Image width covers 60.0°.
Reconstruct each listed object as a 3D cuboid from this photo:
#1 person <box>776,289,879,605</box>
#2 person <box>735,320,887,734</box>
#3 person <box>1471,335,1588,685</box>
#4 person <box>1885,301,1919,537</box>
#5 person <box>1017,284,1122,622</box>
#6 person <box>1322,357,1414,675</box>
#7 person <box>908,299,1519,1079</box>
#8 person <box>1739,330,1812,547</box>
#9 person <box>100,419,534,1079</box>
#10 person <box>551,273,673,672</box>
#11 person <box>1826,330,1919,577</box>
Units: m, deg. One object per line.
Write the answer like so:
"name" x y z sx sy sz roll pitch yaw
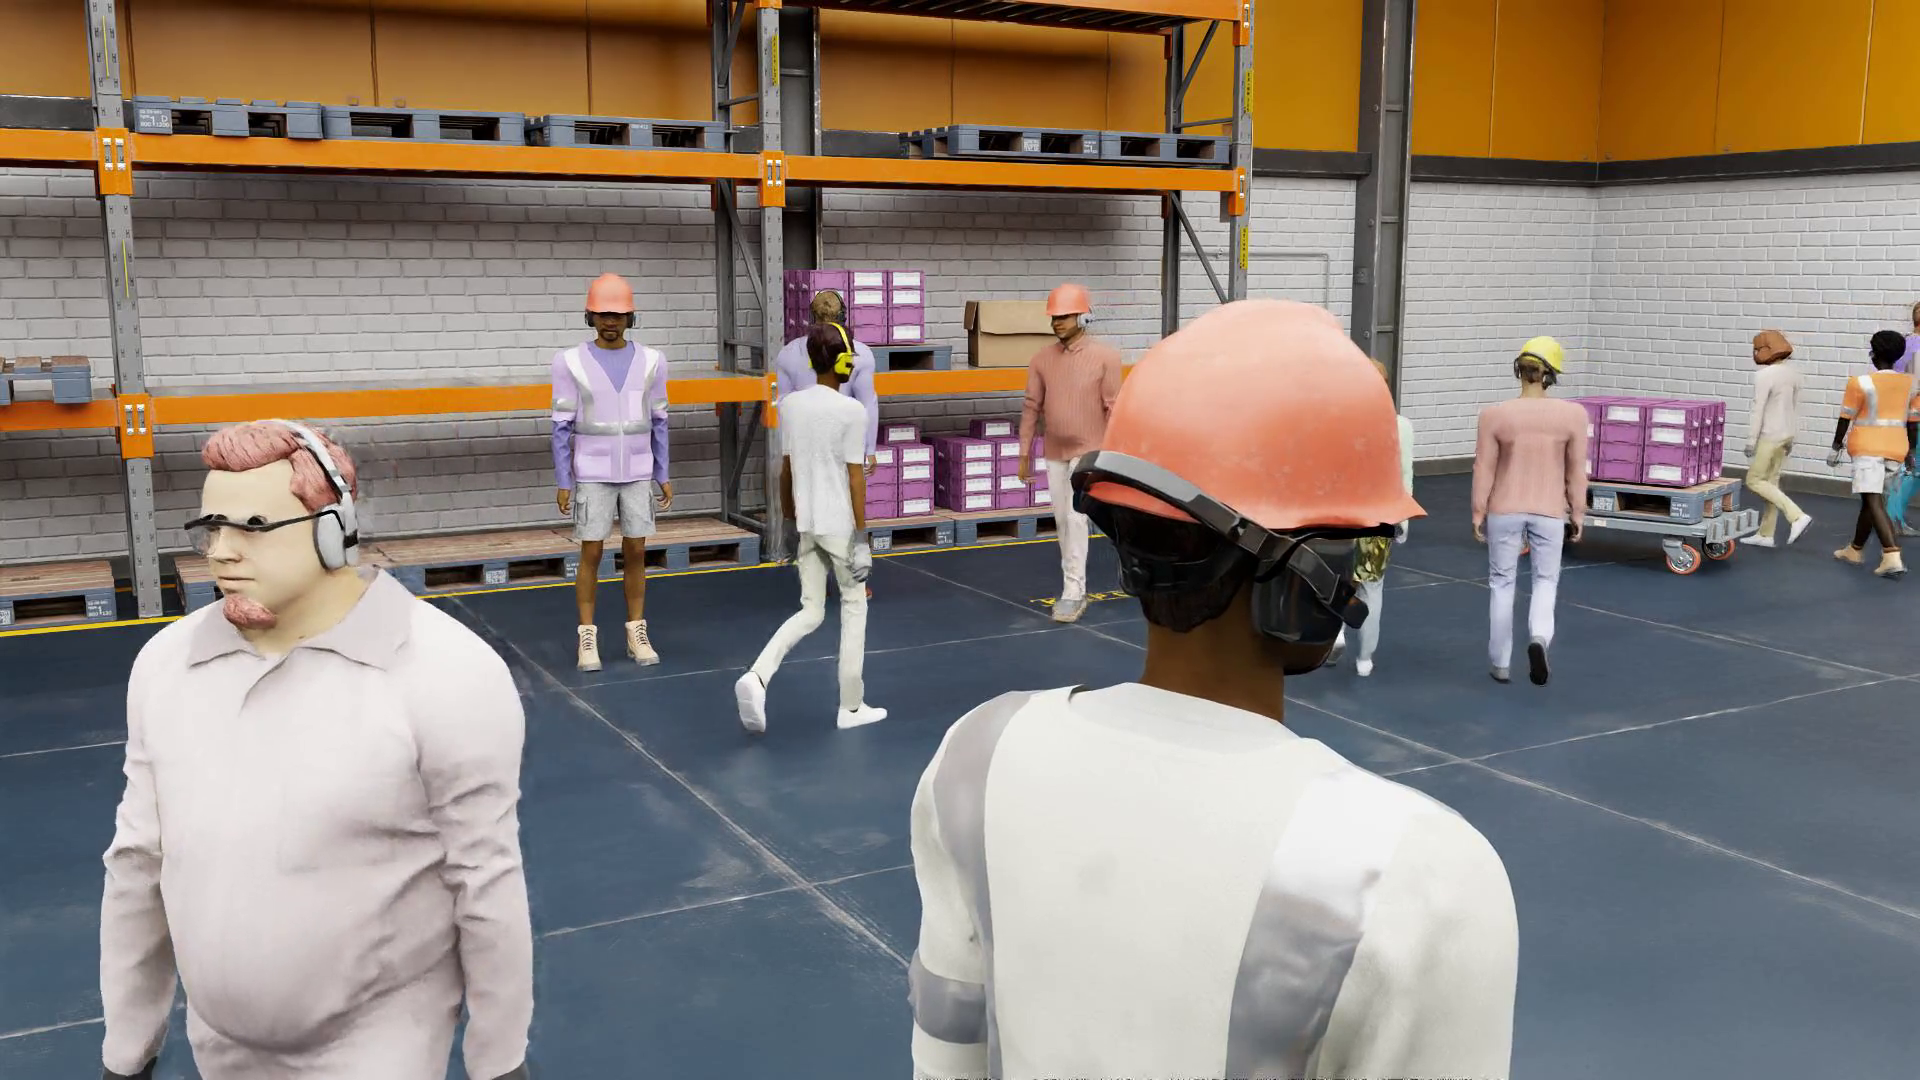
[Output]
"person" -0.802 -0.562 10.210 0.635 1.939 0.362 2 10 13
"person" -0.630 -0.033 7.287 0.523 1.848 0.740 8 12 39
"person" 2.769 -0.124 8.126 0.545 1.737 0.531 3 10 16
"person" 7.318 -0.924 12.756 0.466 1.823 0.589 3 10 18
"person" 0.596 -0.503 9.758 0.652 1.965 0.761 6 11 35
"person" 2.021 -0.106 8.403 0.515 1.624 0.402 2 10 13
"person" 0.237 0.804 1.570 0.616 2.041 0.378 9 13 43
"person" 6.020 -0.728 12.185 0.523 1.614 0.505 -7 12 -38
"person" -0.987 0.731 2.586 0.660 1.861 0.995 3 10 18
"person" -1.770 -0.338 8.551 0.613 2.034 0.393 -5 10 -26
"person" 6.232 -0.594 11.274 0.536 1.656 0.858 -1 9 -9
